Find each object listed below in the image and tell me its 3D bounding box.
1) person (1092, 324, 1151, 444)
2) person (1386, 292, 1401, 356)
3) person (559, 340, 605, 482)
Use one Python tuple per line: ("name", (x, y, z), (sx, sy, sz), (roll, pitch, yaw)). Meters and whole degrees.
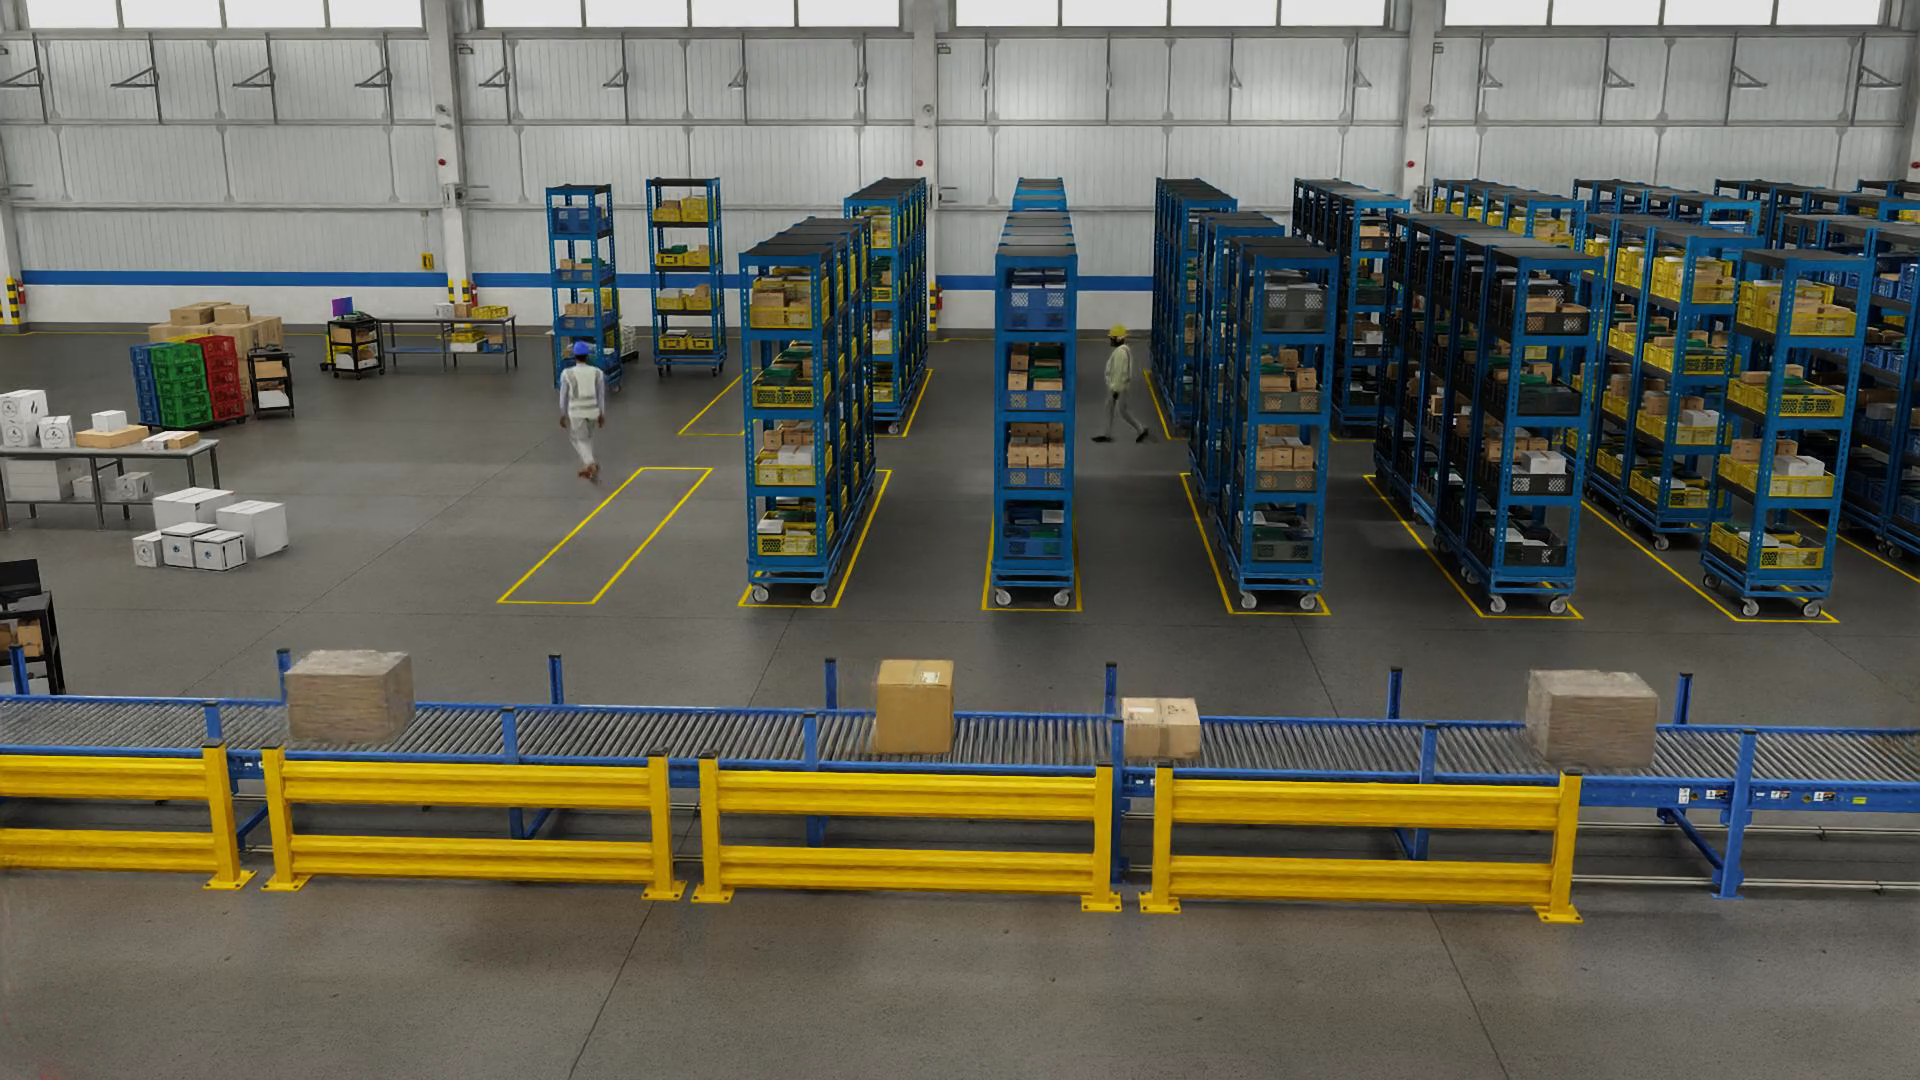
("person", (2.429, -2.310, 24.699), (0.829, 1.808, 0.594), (1, 15, 4))
("person", (7.491, -3.360, 28.601), (0.591, 1.790, 0.955), (-1, 15, -5))
("person", (-5.013, -1.703, 22.220), (0.605, 1.920, 0.713), (-12, 19, -37))
